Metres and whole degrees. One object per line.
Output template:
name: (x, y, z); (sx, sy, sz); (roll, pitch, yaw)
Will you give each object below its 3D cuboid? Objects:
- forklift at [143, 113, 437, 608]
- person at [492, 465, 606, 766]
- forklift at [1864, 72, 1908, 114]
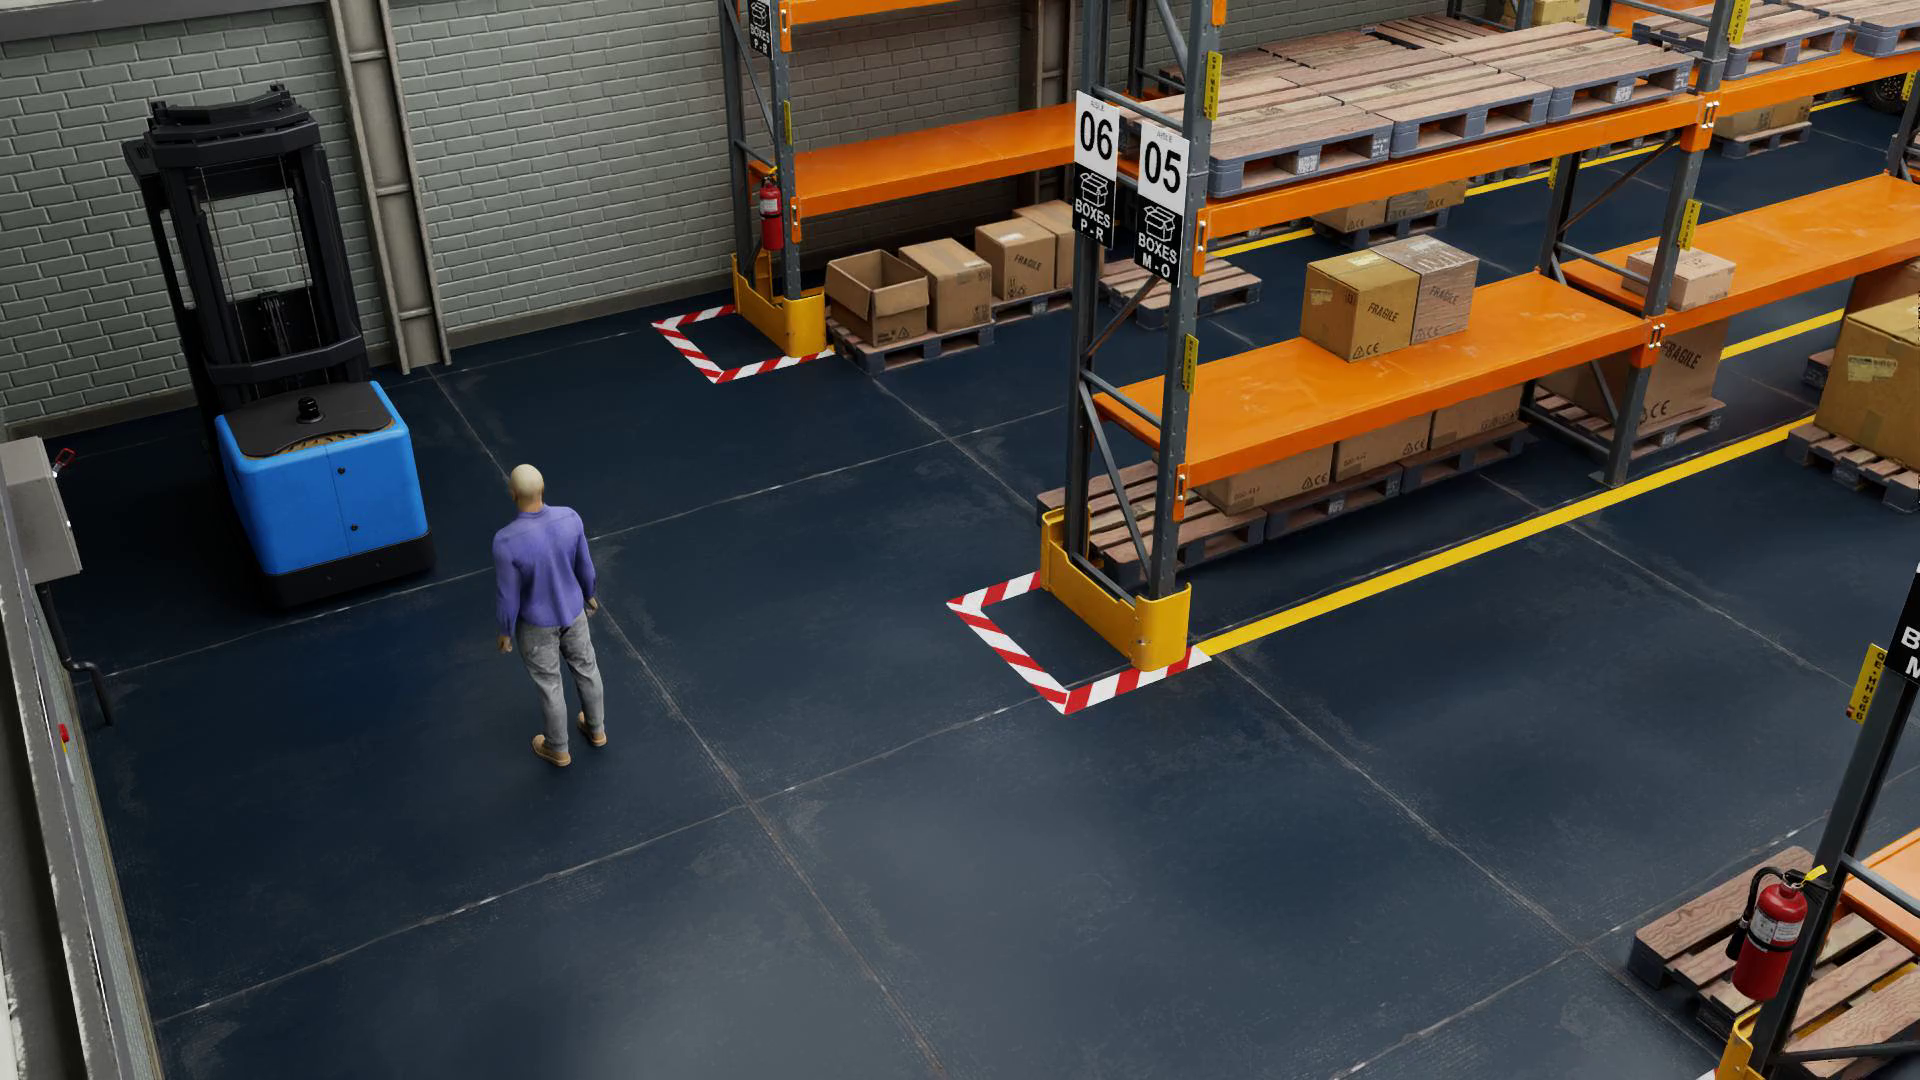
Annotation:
forklift: (-4.289, -1.259, 10.509); (1.129, 2.768, 1.873); (-17, 36, -26)
person: (-2.170, 0.413, 8.820); (0.596, 1.800, 0.400); (-24, 39, -34)
forklift: (11.468, -5.645, 18.244); (1.214, 2.155, 2.313); (-17, 36, -26)
